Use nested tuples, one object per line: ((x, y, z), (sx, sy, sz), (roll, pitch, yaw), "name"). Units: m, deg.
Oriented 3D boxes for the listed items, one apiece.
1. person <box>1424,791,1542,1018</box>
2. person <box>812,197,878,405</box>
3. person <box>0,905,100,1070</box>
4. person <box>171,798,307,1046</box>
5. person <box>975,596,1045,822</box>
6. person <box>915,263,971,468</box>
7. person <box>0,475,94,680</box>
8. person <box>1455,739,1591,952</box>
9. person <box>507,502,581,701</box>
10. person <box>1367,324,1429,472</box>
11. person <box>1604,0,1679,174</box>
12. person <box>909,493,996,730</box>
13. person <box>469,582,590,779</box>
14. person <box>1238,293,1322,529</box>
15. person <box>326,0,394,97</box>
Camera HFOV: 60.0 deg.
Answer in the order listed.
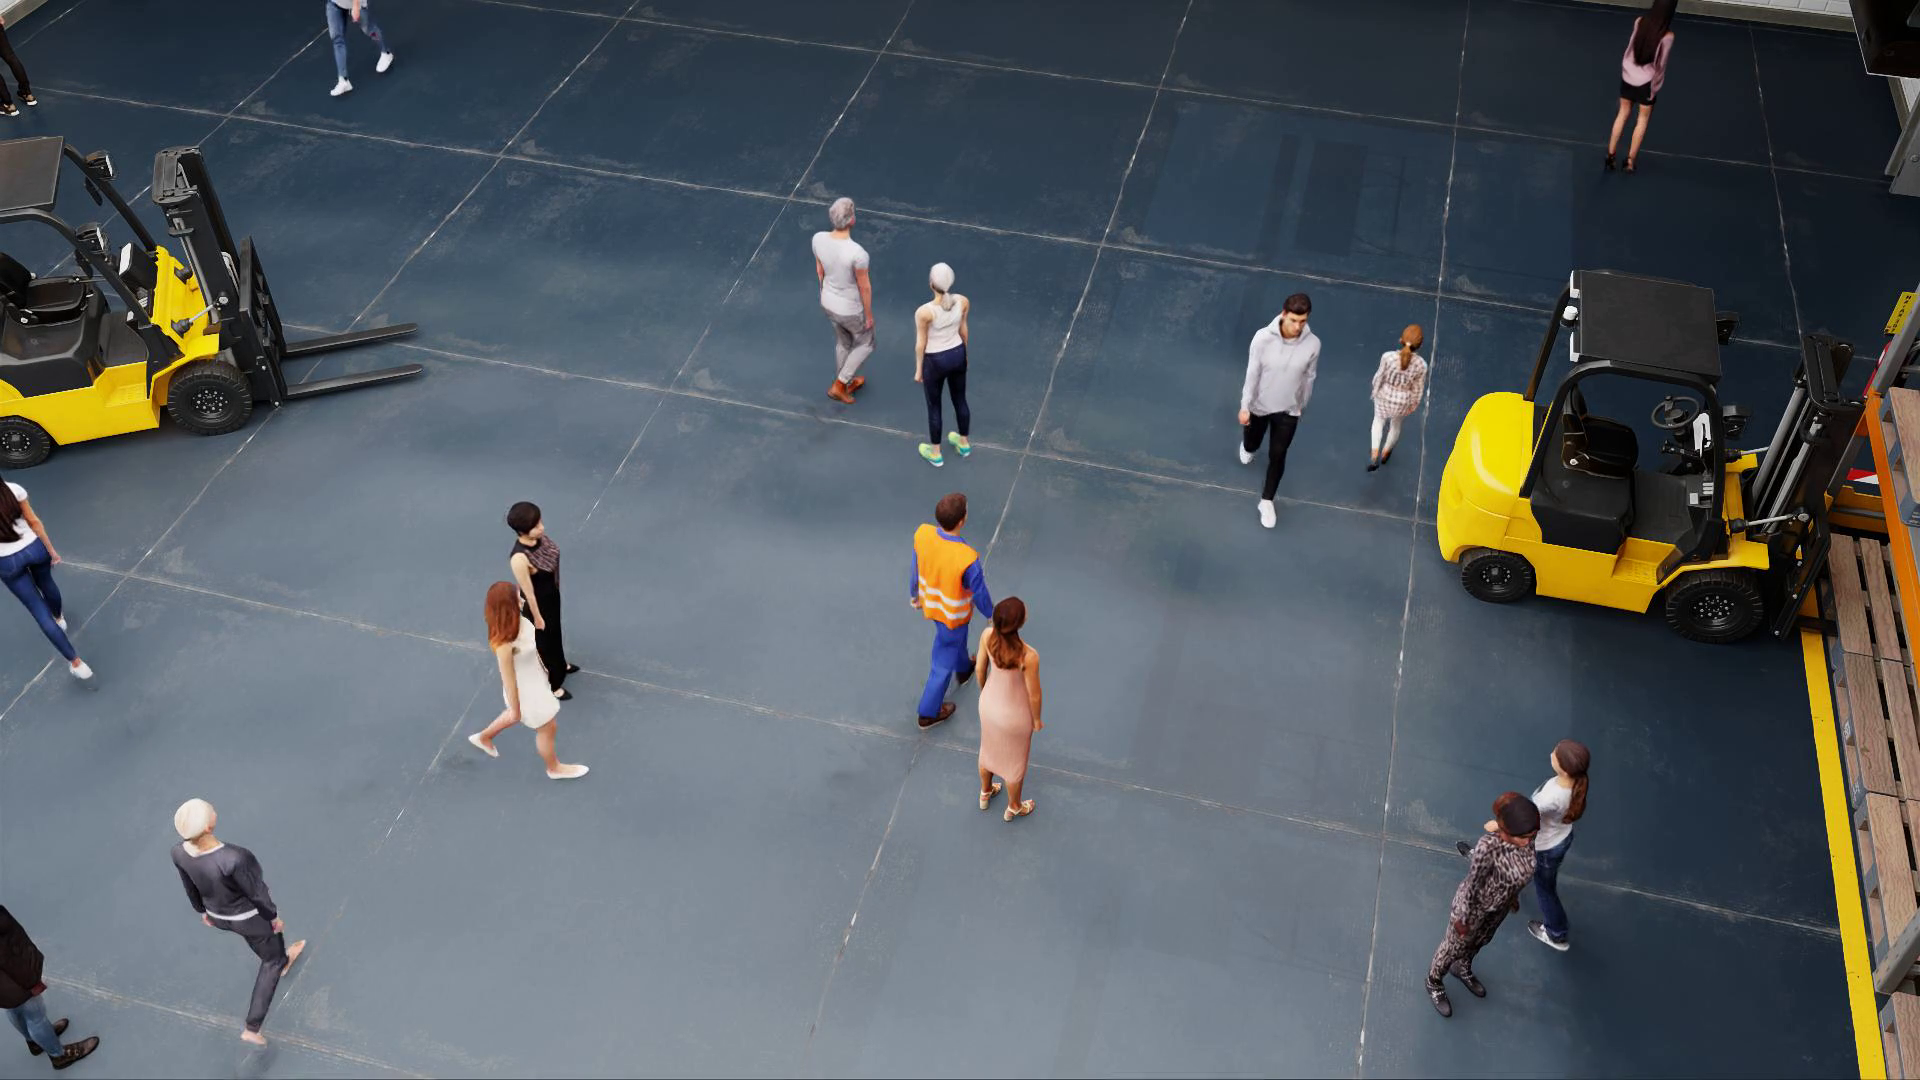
((2.836, 1.953, 8.993), (0.666, 1.717, 0.718), (-19, 47, -19), "person")
((-0.937, -1.759, 12.820), (0.853, 1.813, 0.913), (29, 51, 27), "person")
((-5.044, 2.245, 8.747), (0.702, 1.634, 0.697), (24, 49, 23), "person")
((-3.904, 2.033, 8.916), (0.640, 1.706, 0.982), (8, 44, 9), "person")
((0.271, 1.009, 9.901), (0.662, 1.831, 0.641), (28, 50, 26), "person")
((-0.110, -1.306, 12.428), (0.677, 1.698, 0.740), (-23, 48, -22), "person")
((-6.072, 0.193, 10.825), (1.160, 1.738, 1.075), (-33, 53, -30), "person")
((3.342, 1.742, 9.362), (1.077, 1.513, 0.954), (-34, 53, -30), "person")
((-2.712, 0.371, 10.736), (0.688, 1.603, 0.526), (2, 44, 2), "person")
((3.241, -1.028, 12.423), (0.558, 1.302, 0.750), (14, 45, 14), "person")
((6.237, -4.209, 15.398), (0.808, 1.804, 0.764), (-27, 50, -26), "person")
((-0.137, 0.497, 10.436), (1.104, 1.835, 0.984), (-31, 52, -29), "person")
((-2.746, 0.877, 10.140), (0.826, 1.692, 0.959), (-1, 44, -1), "person")
((2.247, -1.044, 12.006), (0.809, 1.900, 1.149), (2, 44, 2), "person")
((-6.111, -5.480, 16.700), (0.700, 1.848, 1.170), (12, 45, 13), "person")
